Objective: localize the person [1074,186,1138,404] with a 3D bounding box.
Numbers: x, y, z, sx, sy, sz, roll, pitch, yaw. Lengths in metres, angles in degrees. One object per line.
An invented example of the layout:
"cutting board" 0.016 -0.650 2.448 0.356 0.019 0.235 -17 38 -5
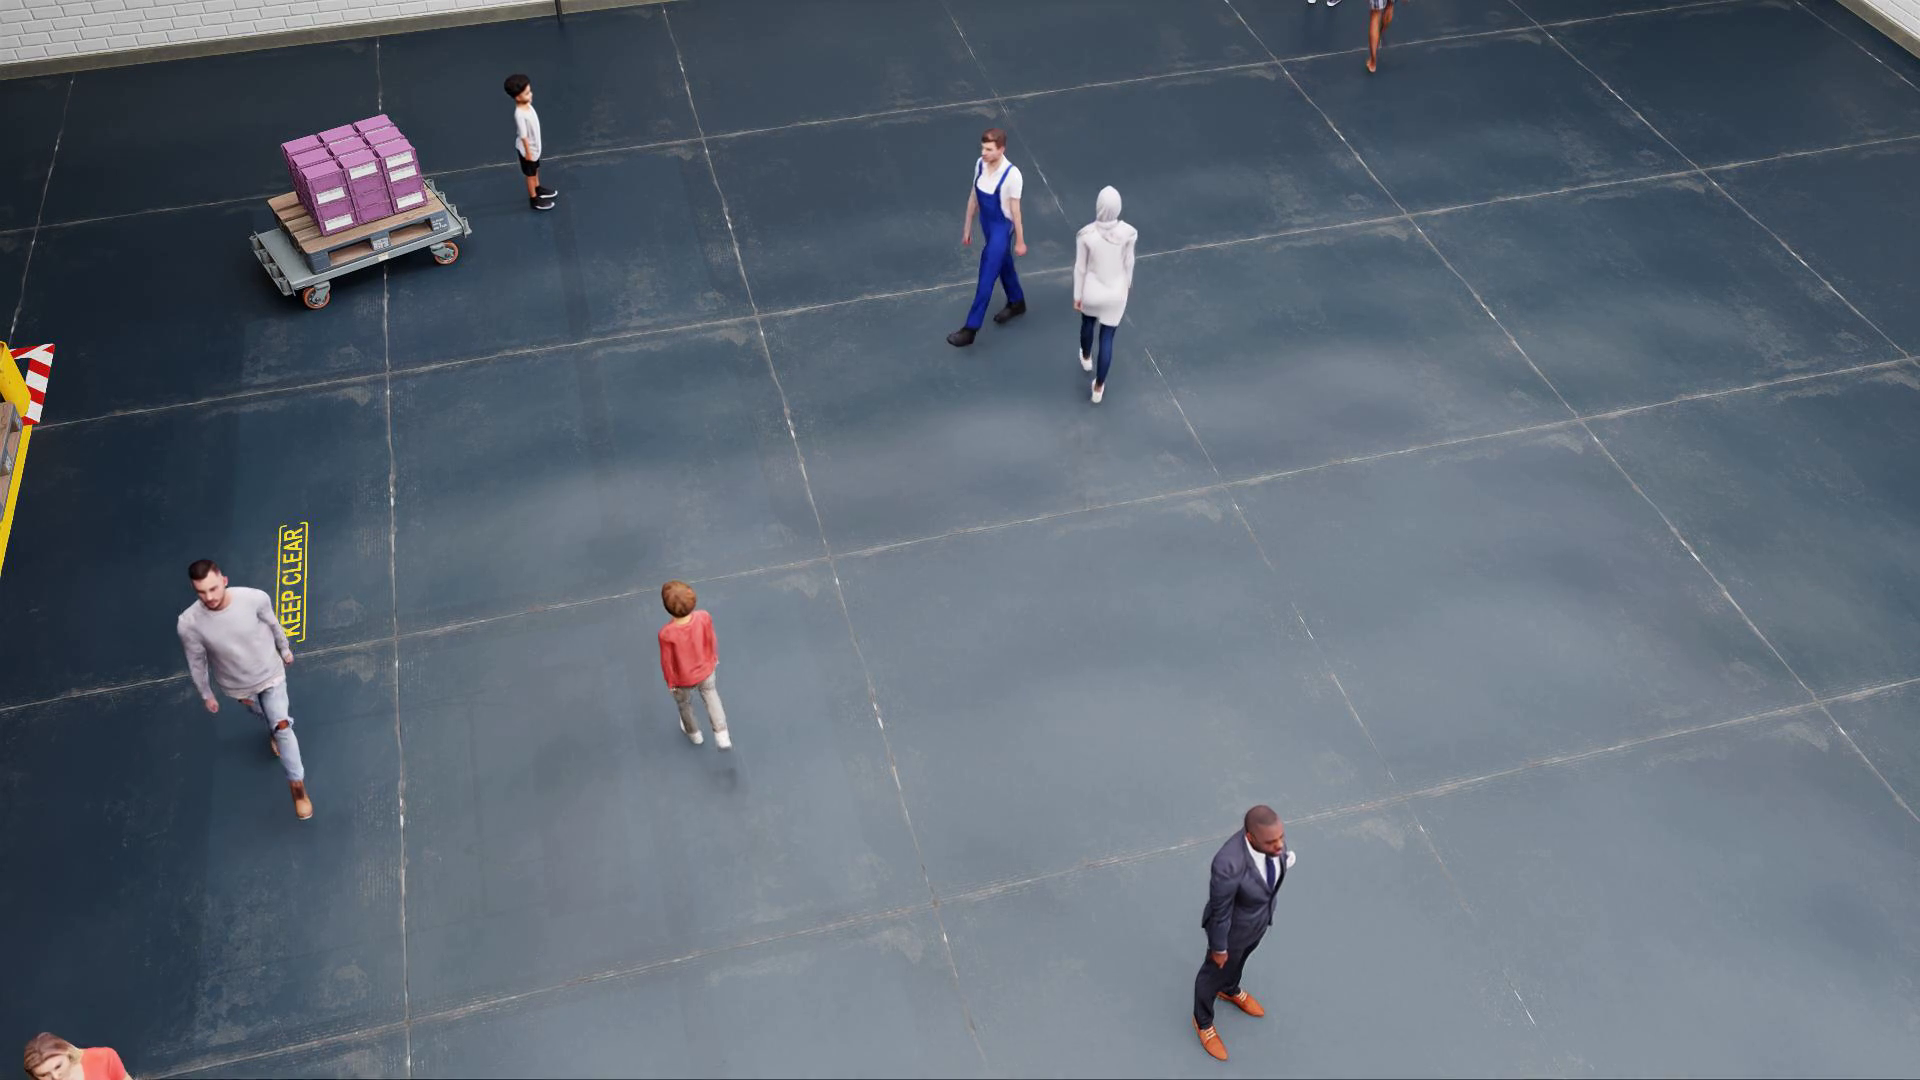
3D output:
"person" 1.082 -1.801 12.576 0.780 1.752 0.966 4 44 4

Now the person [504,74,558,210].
"person" -3.841 -3.547 14.768 0.587 1.256 0.481 -1 44 -1

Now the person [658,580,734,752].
"person" -1.598 0.808 10.085 0.652 1.410 0.809 -24 49 -23

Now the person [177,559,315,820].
"person" -4.236 0.743 9.878 0.815 1.790 1.200 -16 46 -17

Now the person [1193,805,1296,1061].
"person" 1.440 1.955 8.582 0.795 1.824 0.789 34 53 31

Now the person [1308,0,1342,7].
"person" 3.945 -6.499 17.546 0.691 1.698 0.738 16 46 17

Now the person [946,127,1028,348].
"person" 0.367 -2.482 13.248 1.049 1.811 1.189 -31 52 -28

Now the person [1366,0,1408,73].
"person" 4.227 -5.468 16.466 0.815 1.696 1.076 0 44 0

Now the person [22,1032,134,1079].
"person" -4.034 2.750 7.851 0.849 1.679 1.003 -32 52 -29
